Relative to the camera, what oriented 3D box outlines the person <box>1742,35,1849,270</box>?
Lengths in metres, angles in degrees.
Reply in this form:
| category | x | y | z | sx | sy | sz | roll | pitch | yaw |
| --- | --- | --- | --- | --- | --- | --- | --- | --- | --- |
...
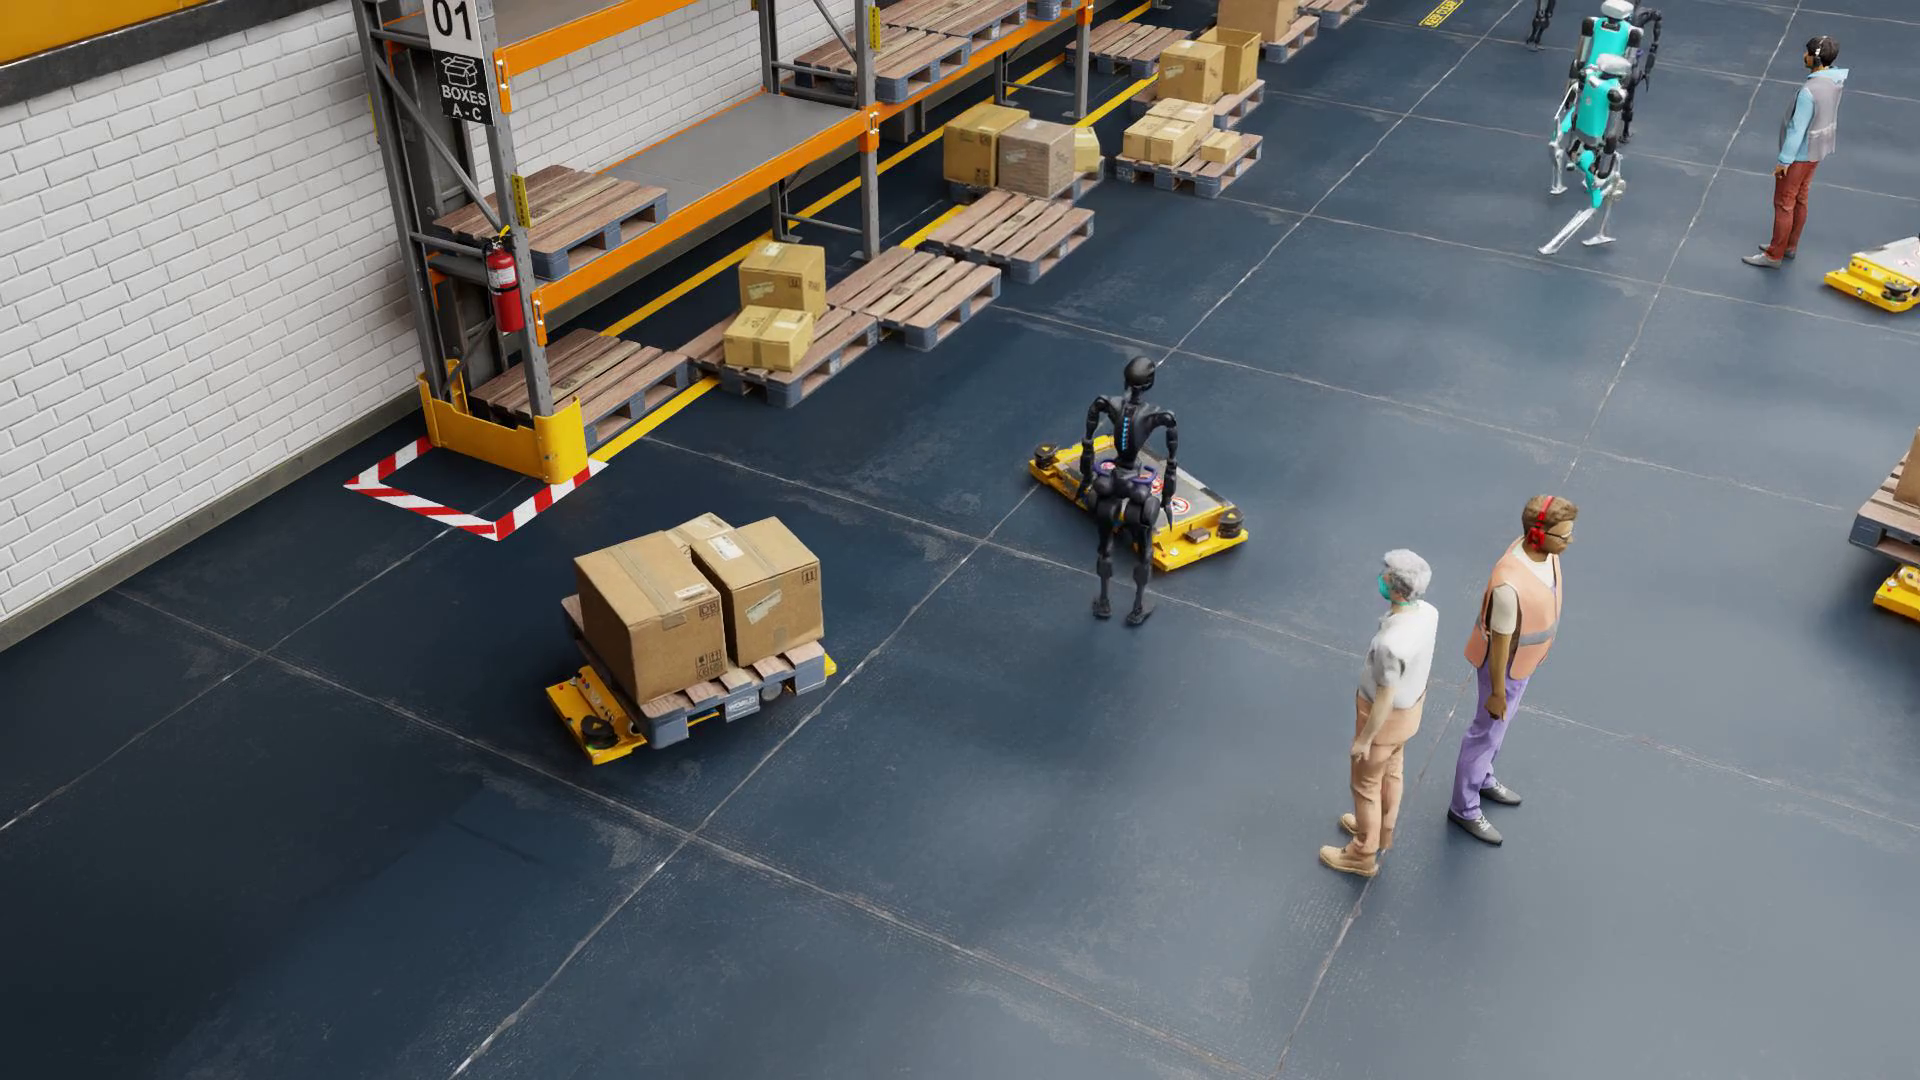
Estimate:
| category | x | y | z | sx | sy | sz | roll | pitch | yaw |
| --- | --- | --- | --- | --- | --- | --- | --- | --- | --- |
| person | 6.785 | -3.107 | 13.401 | 0.417 | 1.870 | 0.535 | 29 | 43 | 36 |

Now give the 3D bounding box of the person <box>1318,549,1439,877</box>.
| category | x | y | z | sx | sy | sz | roll | pitch | yaw |
| --- | --- | --- | --- | --- | --- | --- | --- | --- | --- |
| person | 1.946 | 0.799 | 7.606 | 0.316 | 1.738 | 0.508 | 21 | 39 | 28 |

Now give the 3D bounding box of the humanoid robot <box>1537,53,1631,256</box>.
| category | x | y | z | sx | sy | sz | roll | pitch | yaw |
| --- | --- | --- | --- | --- | --- | --- | --- | --- | --- |
| humanoid robot | 5.275 | -3.105 | 13.536 | 1.003 | 1.746 | 0.588 | -10 | 35 | -15 |

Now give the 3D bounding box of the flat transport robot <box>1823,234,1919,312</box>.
| category | x | y | z | sx | sy | sz | roll | pitch | yaw |
| --- | --- | --- | --- | --- | --- | --- | --- | --- | --- |
| flat transport robot | 7.757 | -2.180 | 13.447 | 1.431 | 0.231 | 0.659 | -17 | 37 | -23 |

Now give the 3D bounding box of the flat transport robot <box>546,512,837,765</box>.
| category | x | y | z | sx | sy | sz | roll | pitch | yaw |
| --- | --- | --- | --- | --- | --- | --- | --- | --- | --- |
| flat transport robot | -1.456 | 0.732 | 9.040 | 1.431 | 0.231 | 0.659 | -20 | 38 | -27 |

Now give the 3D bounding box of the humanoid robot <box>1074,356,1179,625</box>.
| category | x | y | z | sx | sy | sz | roll | pitch | yaw |
| --- | --- | --- | --- | --- | --- | --- | --- | --- | --- |
| humanoid robot | 0.915 | -0.276 | 9.285 | 0.596 | 1.644 | 0.327 | 12 | 35 | 18 |

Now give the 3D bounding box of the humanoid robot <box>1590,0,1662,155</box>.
| category | x | y | z | sx | sy | sz | roll | pitch | yaw |
| --- | --- | --- | --- | --- | --- | --- | --- | --- | --- |
| humanoid robot | 6.263 | -4.515 | 15.727 | 0.611 | 1.633 | 0.715 | 20 | 39 | 28 |

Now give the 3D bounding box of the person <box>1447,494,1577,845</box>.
| category | x | y | z | sx | sy | sz | roll | pitch | yaw |
| --- | --- | --- | --- | --- | --- | --- | --- | --- | --- |
| person | 2.584 | 0.581 | 7.838 | 0.390 | 1.848 | 0.565 | 19 | 38 | 27 |

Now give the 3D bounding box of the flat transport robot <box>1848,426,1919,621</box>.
| category | x | y | z | sx | sy | sz | roll | pitch | yaw |
| --- | --- | --- | --- | --- | --- | --- | --- | --- | --- |
| flat transport robot | 6.056 | 0.136 | 9.942 | 0.659 | 0.231 | 1.431 | 27 | 42 | 34 |

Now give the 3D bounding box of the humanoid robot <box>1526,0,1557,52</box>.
| category | x | y | z | sx | sy | sz | roll | pitch | yaw |
| --- | --- | --- | --- | --- | --- | --- | --- | --- | --- |
| humanoid robot | 6.516 | -6.211 | 18.274 | 0.595 | 1.648 | 0.436 | -6 | 34 | -9 |

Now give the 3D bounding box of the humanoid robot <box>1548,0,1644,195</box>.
| category | x | y | z | sx | sy | sz | roll | pitch | yaw |
| --- | --- | --- | --- | --- | --- | --- | --- | --- | --- |
| humanoid robot | 5.479 | -3.791 | 14.545 | 0.547 | 1.744 | 0.966 | 25 | 41 | 33 |

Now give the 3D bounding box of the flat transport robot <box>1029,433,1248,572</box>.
| category | x | y | z | sx | sy | sz | roll | pitch | yaw |
| --- | --- | --- | --- | --- | --- | --- | --- | --- | --- |
| flat transport robot | 1.115 | -0.290 | 10.586 | 0.659 | 0.231 | 1.431 | -20 | 38 | -27 |
